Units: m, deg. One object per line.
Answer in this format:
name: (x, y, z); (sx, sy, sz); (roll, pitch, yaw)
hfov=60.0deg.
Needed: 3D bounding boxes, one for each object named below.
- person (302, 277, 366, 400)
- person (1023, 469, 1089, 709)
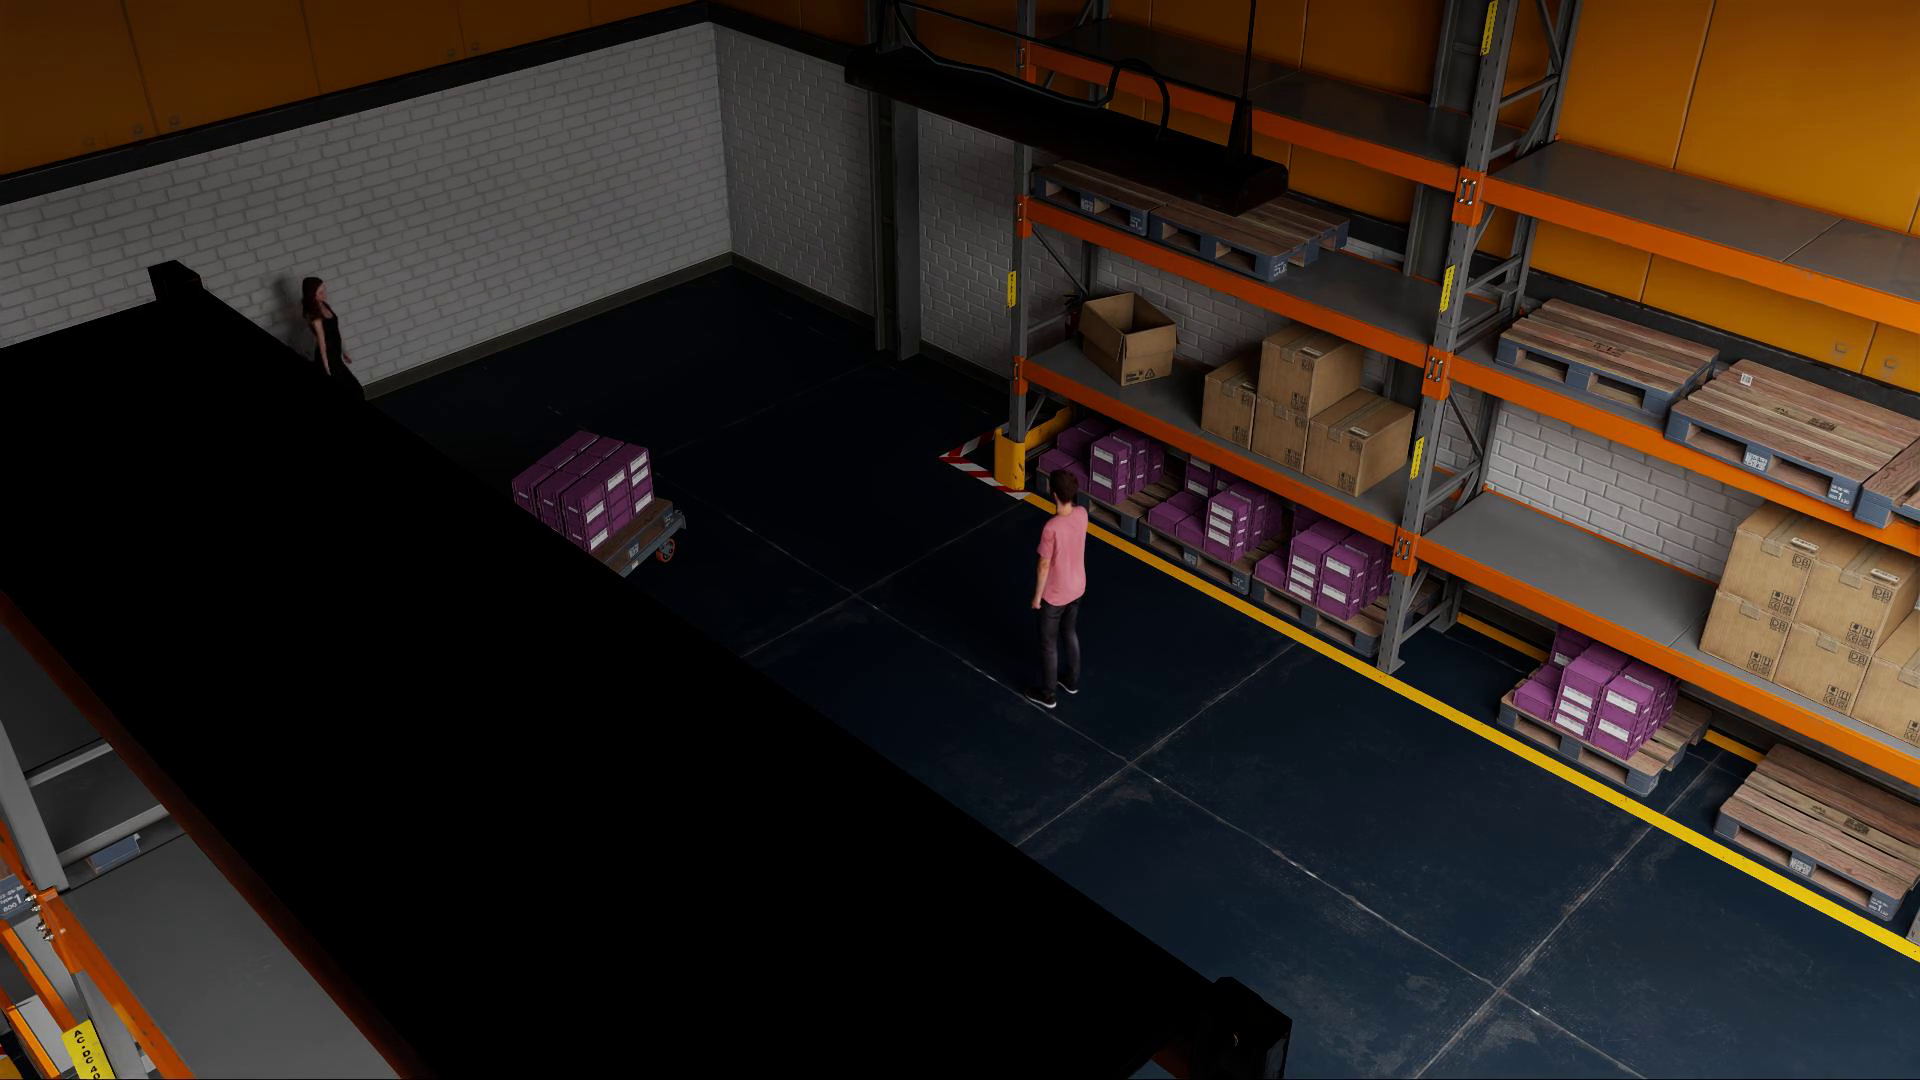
person: (-5.995, -1.663, 15.556); (1.031, 1.710, 1.115); (-8, 34, -11)
person: (0.752, 0.364, 12.284); (0.564, 1.956, 0.638); (26, 42, 34)
